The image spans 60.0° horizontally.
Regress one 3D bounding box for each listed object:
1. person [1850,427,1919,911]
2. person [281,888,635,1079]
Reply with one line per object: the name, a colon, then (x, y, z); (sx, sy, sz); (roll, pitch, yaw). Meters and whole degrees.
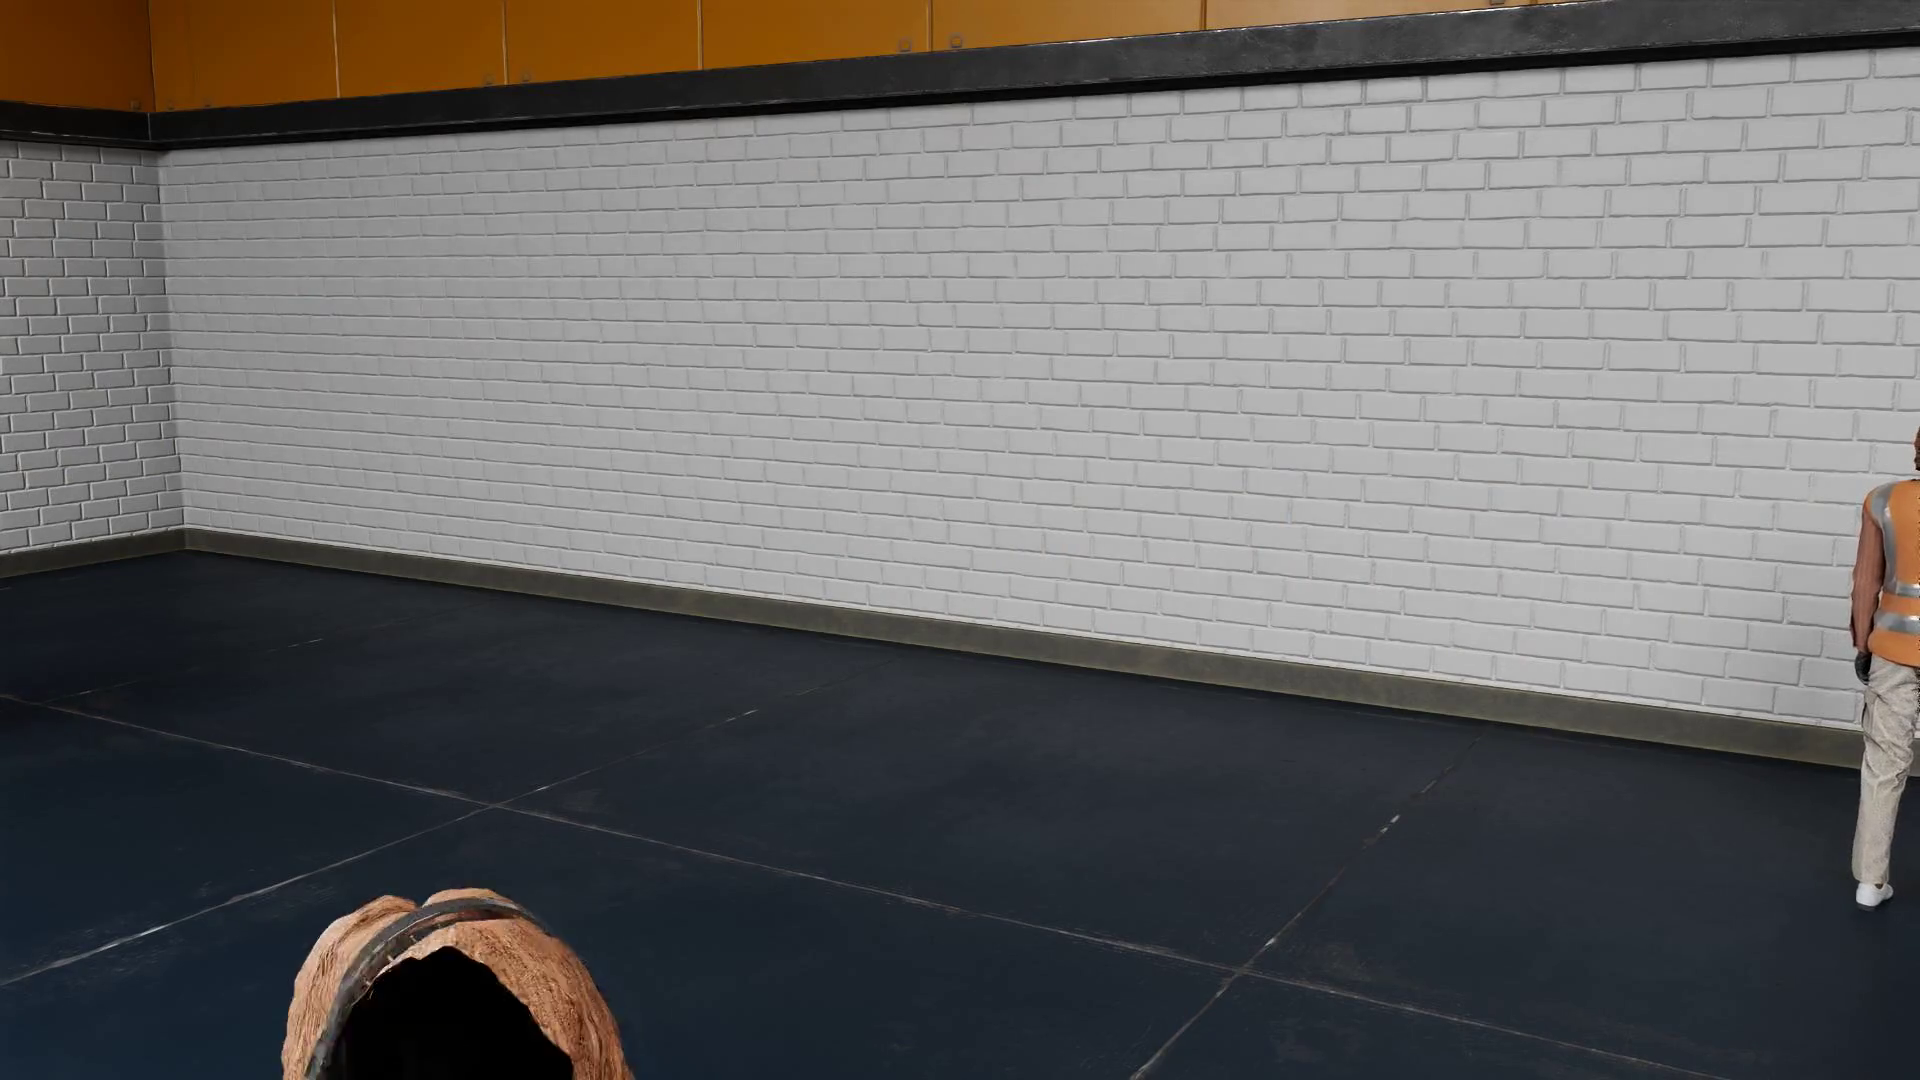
person: (3.027, 0.384, 5.169); (0.315, 1.640, 0.515); (-7, 11, -36)
person: (-0.257, 1.042, 1.109); (0.534, 1.621, 0.410); (-7, 12, -38)
